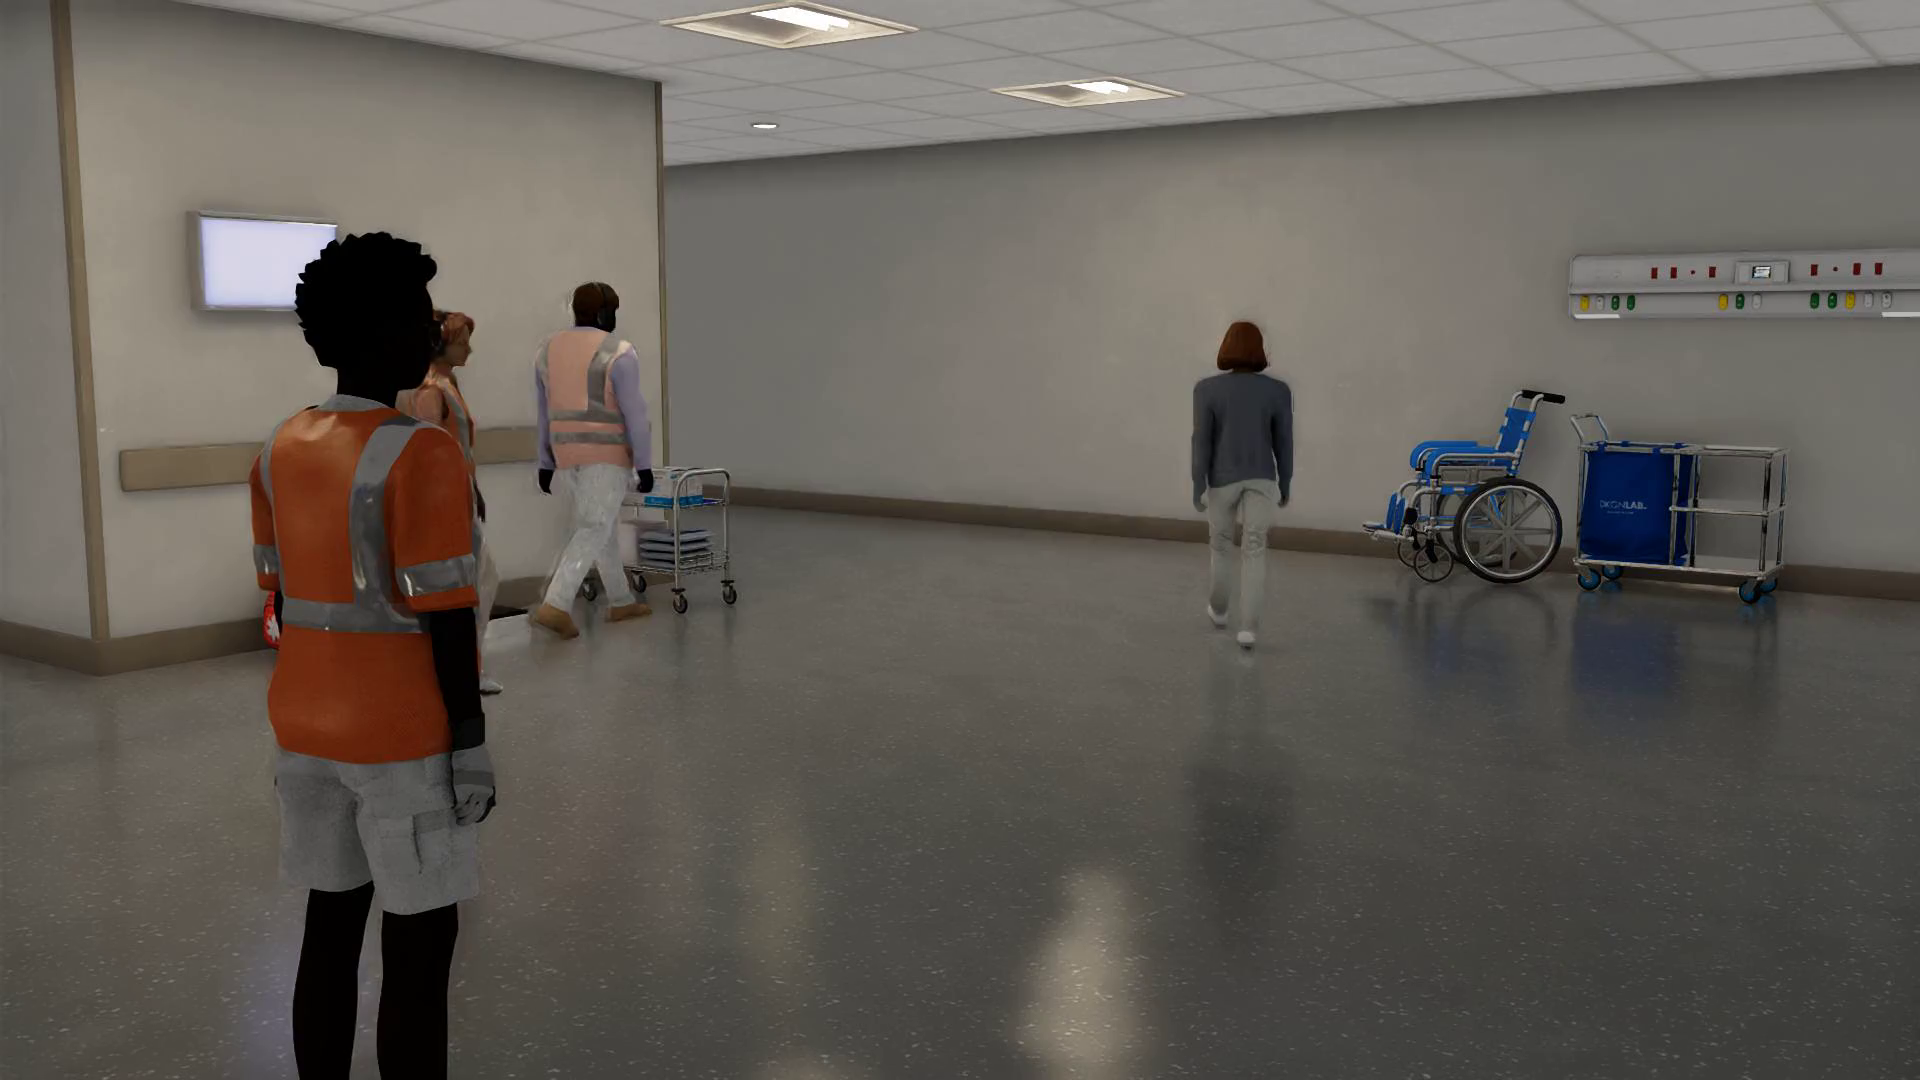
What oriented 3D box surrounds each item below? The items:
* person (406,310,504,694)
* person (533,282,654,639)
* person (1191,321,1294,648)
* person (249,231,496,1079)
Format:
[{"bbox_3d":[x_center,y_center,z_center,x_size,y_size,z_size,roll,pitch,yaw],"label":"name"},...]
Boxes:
[{"bbox_3d":[-2.128,-0.148,7.014,0.542,1.619,0.525,-2,7,-18],"label":"person"},{"bbox_3d":[-1.890,-0.411,8.472,0.649,1.805,0.942,4,8,31],"label":"person"},{"bbox_3d":[1.400,-0.289,8.273,0.517,1.578,0.873,0,7,3],"label":"person"},{"bbox_3d":[-0.986,0.333,2.848,0.536,1.697,0.318,5,9,36],"label":"person"}]
